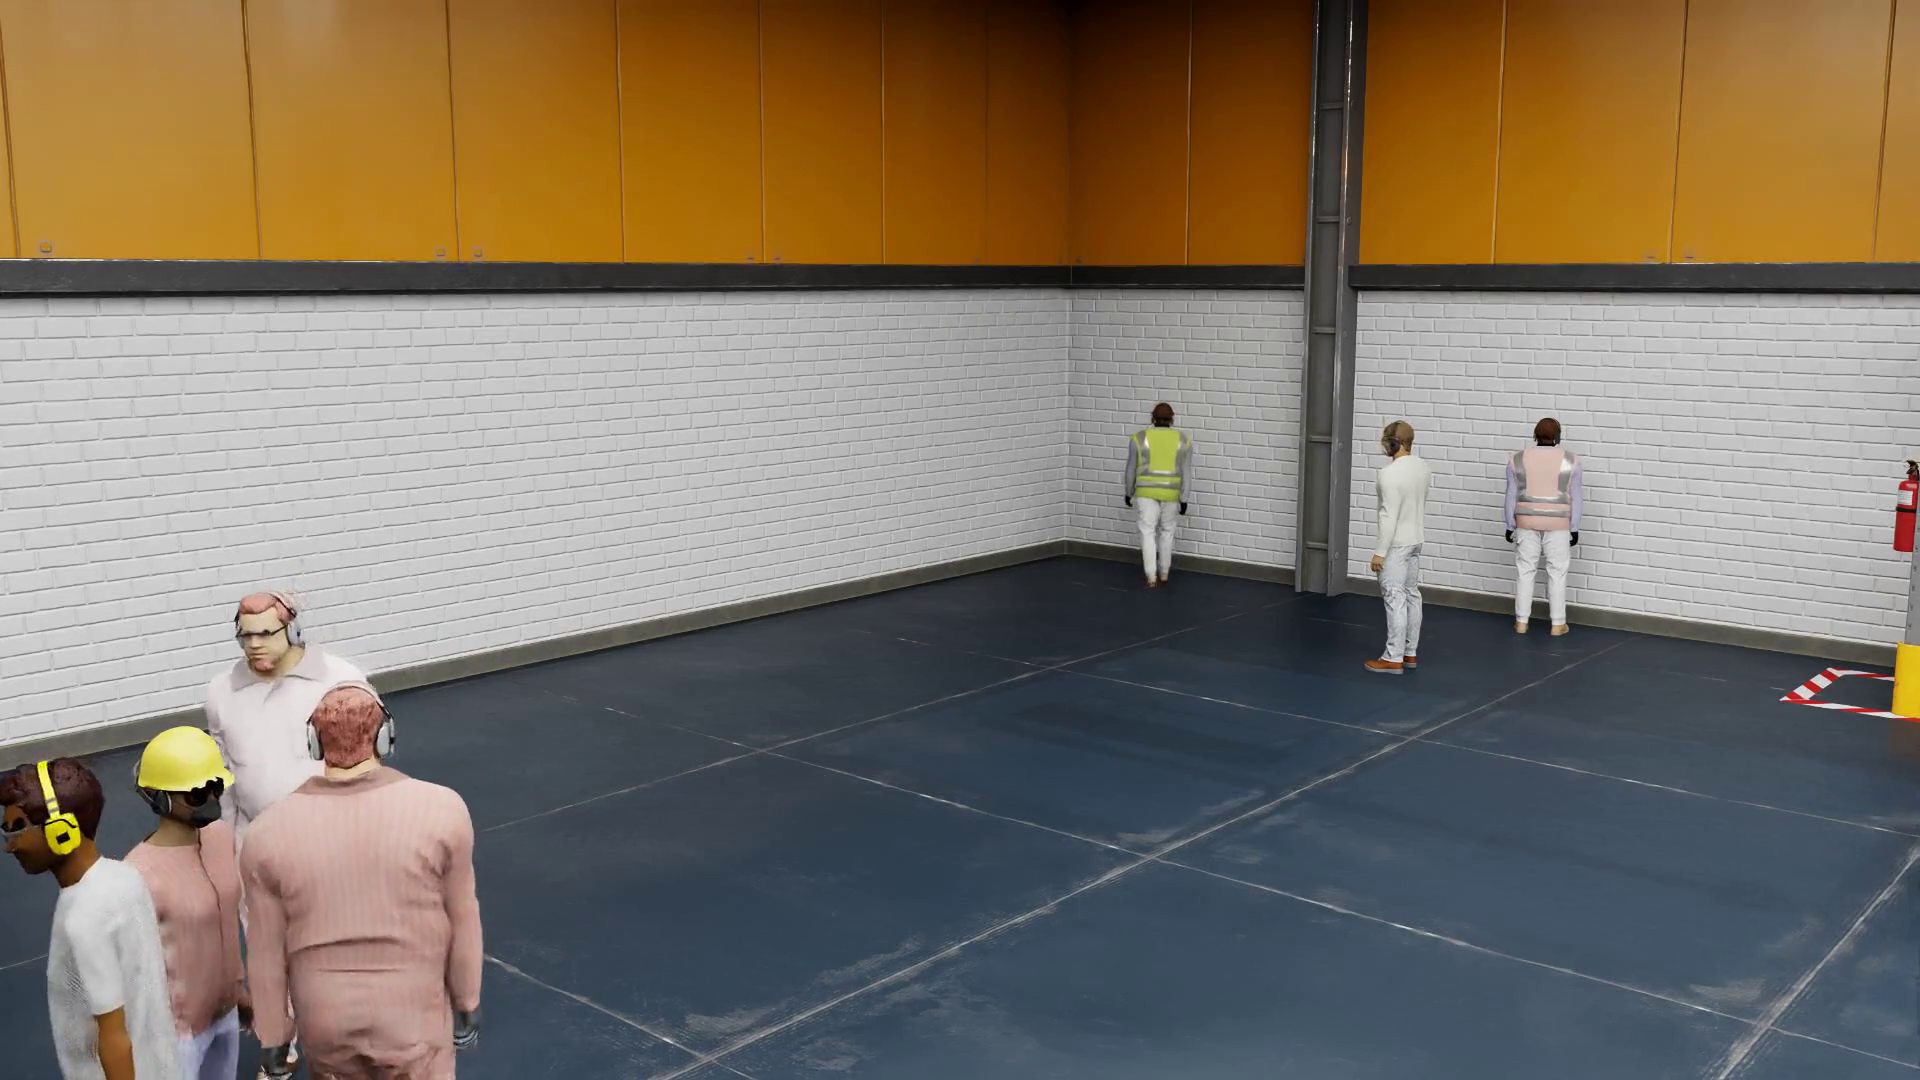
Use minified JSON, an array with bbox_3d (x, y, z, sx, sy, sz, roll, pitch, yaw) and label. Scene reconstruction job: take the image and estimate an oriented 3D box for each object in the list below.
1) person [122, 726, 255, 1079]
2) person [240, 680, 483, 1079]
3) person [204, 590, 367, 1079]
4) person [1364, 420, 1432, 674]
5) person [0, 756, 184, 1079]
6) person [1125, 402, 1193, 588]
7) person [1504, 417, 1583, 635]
[{"bbox_3d":[-2.205,1.396,4.810,0.328,1.767,0.530,1,9,7],"label":"person"},{"bbox_3d":[-1.702,1.343,4.771,0.640,1.878,0.731,-1,9,-8],"label":"person"},{"bbox_3d":[-2.527,1.091,6.413,0.676,1.877,0.866,0,9,-3],"label":"person"},{"bbox_3d":[3.342,0.053,12.706,0.371,1.940,0.627,8,12,41],"label":"person"},{"bbox_3d":[-2.193,1.453,4.197,0.540,1.842,0.563,-3,10,-19],"label":"person"},{"bbox_3d":[1.939,-0.445,16.254,0.631,1.812,0.868,-1,9,-3],"label":"person"},{"bbox_3d":[4.928,-0.115,14.064,0.622,1.845,0.430,5,10,26],"label":"person"}]
